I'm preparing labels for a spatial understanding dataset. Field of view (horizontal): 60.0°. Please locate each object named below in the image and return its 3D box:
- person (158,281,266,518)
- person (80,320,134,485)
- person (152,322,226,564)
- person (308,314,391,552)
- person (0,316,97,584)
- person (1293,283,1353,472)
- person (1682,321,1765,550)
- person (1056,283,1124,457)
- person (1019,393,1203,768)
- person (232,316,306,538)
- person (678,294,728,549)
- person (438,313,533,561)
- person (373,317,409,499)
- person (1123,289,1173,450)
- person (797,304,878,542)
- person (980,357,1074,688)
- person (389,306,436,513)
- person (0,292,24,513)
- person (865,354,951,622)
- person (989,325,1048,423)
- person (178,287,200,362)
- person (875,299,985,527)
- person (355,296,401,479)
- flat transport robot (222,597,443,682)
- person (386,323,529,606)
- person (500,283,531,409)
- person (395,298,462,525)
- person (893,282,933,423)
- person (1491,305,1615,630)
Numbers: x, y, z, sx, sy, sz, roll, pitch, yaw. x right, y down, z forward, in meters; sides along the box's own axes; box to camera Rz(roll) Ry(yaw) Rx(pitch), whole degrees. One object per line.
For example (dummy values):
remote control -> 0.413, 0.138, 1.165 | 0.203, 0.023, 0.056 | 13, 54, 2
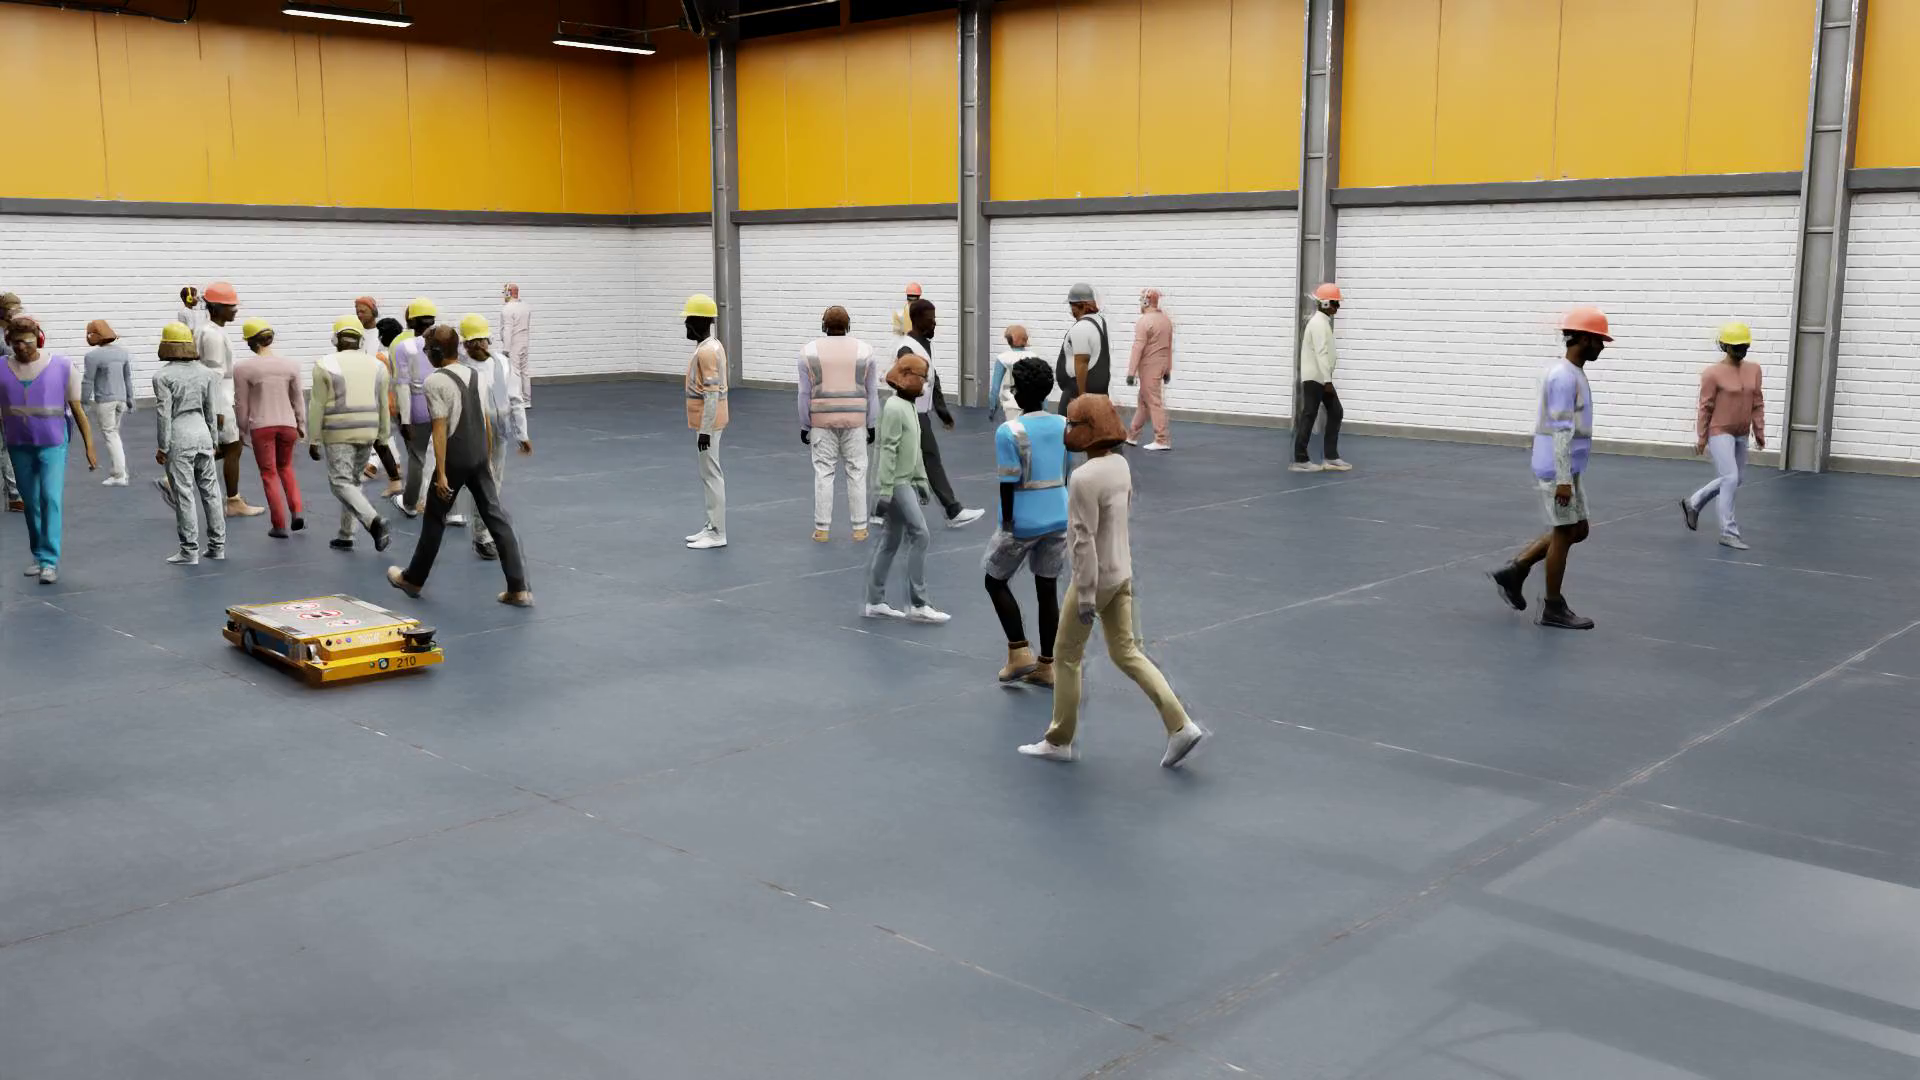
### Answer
person -> -6.372, -1.168, 14.054 | 0.748, 2.016, 0.625 | -4, 10, -26
person -> -8.387, -1.338, 16.259 | 0.460, 1.618, 0.533 | 3, 10, 17
person -> -5.583, -0.696, 11.990 | 0.319, 1.742, 0.492 | 5, 10, 27
person -> -4.482, -0.775, 12.313 | 0.793, 1.795, 0.613 | 7, 12, 36
person -> -6.274, -0.606, 11.262 | 0.705, 1.792, 0.844 | -2, 10, -13
person -> 3.826, -1.669, 17.255 | 0.759, 1.963, 0.636 | 3, 10, 18
person -> 5.857, -0.825, 12.808 | 0.529, 1.737, 0.731 | -3, 10, -20
person -> 1.245, -1.603, 16.642 | 1.005, 2.000, 0.688 | 6, 11, 31
person -> 0.650, 0.182, 7.033 | 0.769, 1.609, 0.516 | 5, 11, 30
person -> -5.440, -0.883, 13.117 | 0.400, 1.745, 0.522 | 9, 13, 43
person -> -1.946, -0.898, 12.662 | 0.365, 1.928, 0.594 | -1, 9, -9
person -> -3.439, -0.749, 12.121 | 0.575, 1.798, 0.610 | 7, 12, 38
person -> -5.144, -1.184, 15.154 | 0.497, 1.676, 0.555 | 4, 10, 23
person -> 2.117, -2.001, 19.565 | 0.878, 1.872, 0.673 | 6, 11, 33
person -> -0.948, -0.902, 12.947 | 0.625, 1.846, 0.429 | -1, 9, -8
person -> 0.359, -0.081, 8.412 | 0.539, 1.684, 0.376 | -6, 11, -34
person -> -4.618, -1.144, 14.509 | 0.706, 1.820, 0.542 | 8, 12, 42
person -> -8.185, -1.187, 14.452 | 0.441, 1.922, 0.654 | 2, 9, 10
person -> -0.274, -0.309, 10.001 | 0.681, 1.602, 0.517 | 1, 9, 8
person -> 0.535, -1.246, 15.833 | 0.535, 1.578, 0.870 | -5, 10, -27
person -> -10.860, -2.643, 23.545 | 0.329, 1.871, 0.510 | -7, 12, -38
person -> -0.270, -1.029, 13.636 | 0.981, 1.864, 0.619 | 2, 9, 10
person -> -5.949, -1.530, 16.798 | 0.573, 1.832, 0.995 | 2, 10, 13
flat transport robot -> -3.453, 0.512, 9.087 | 0.652, 0.197, 1.431 | -8, 12, -42
person -> -3.192, -0.469, 10.497 | 1.061, 1.765, 0.560 | 6, 11, 32
person -> -6.701, -2.895, 24.982 | 0.403, 1.904, 0.651 | 2, 10, 15
person -> -4.435, -1.070, 13.867 | 0.602, 1.872, 0.989 | -8, 12, -40
person -> -0.637, -2.549, 22.756 | 0.548, 1.937, 0.379 | 0, 9, 2
person -> 3.526, -0.428, 9.841 | 0.549, 1.911, 0.572 | 5, 11, 28
